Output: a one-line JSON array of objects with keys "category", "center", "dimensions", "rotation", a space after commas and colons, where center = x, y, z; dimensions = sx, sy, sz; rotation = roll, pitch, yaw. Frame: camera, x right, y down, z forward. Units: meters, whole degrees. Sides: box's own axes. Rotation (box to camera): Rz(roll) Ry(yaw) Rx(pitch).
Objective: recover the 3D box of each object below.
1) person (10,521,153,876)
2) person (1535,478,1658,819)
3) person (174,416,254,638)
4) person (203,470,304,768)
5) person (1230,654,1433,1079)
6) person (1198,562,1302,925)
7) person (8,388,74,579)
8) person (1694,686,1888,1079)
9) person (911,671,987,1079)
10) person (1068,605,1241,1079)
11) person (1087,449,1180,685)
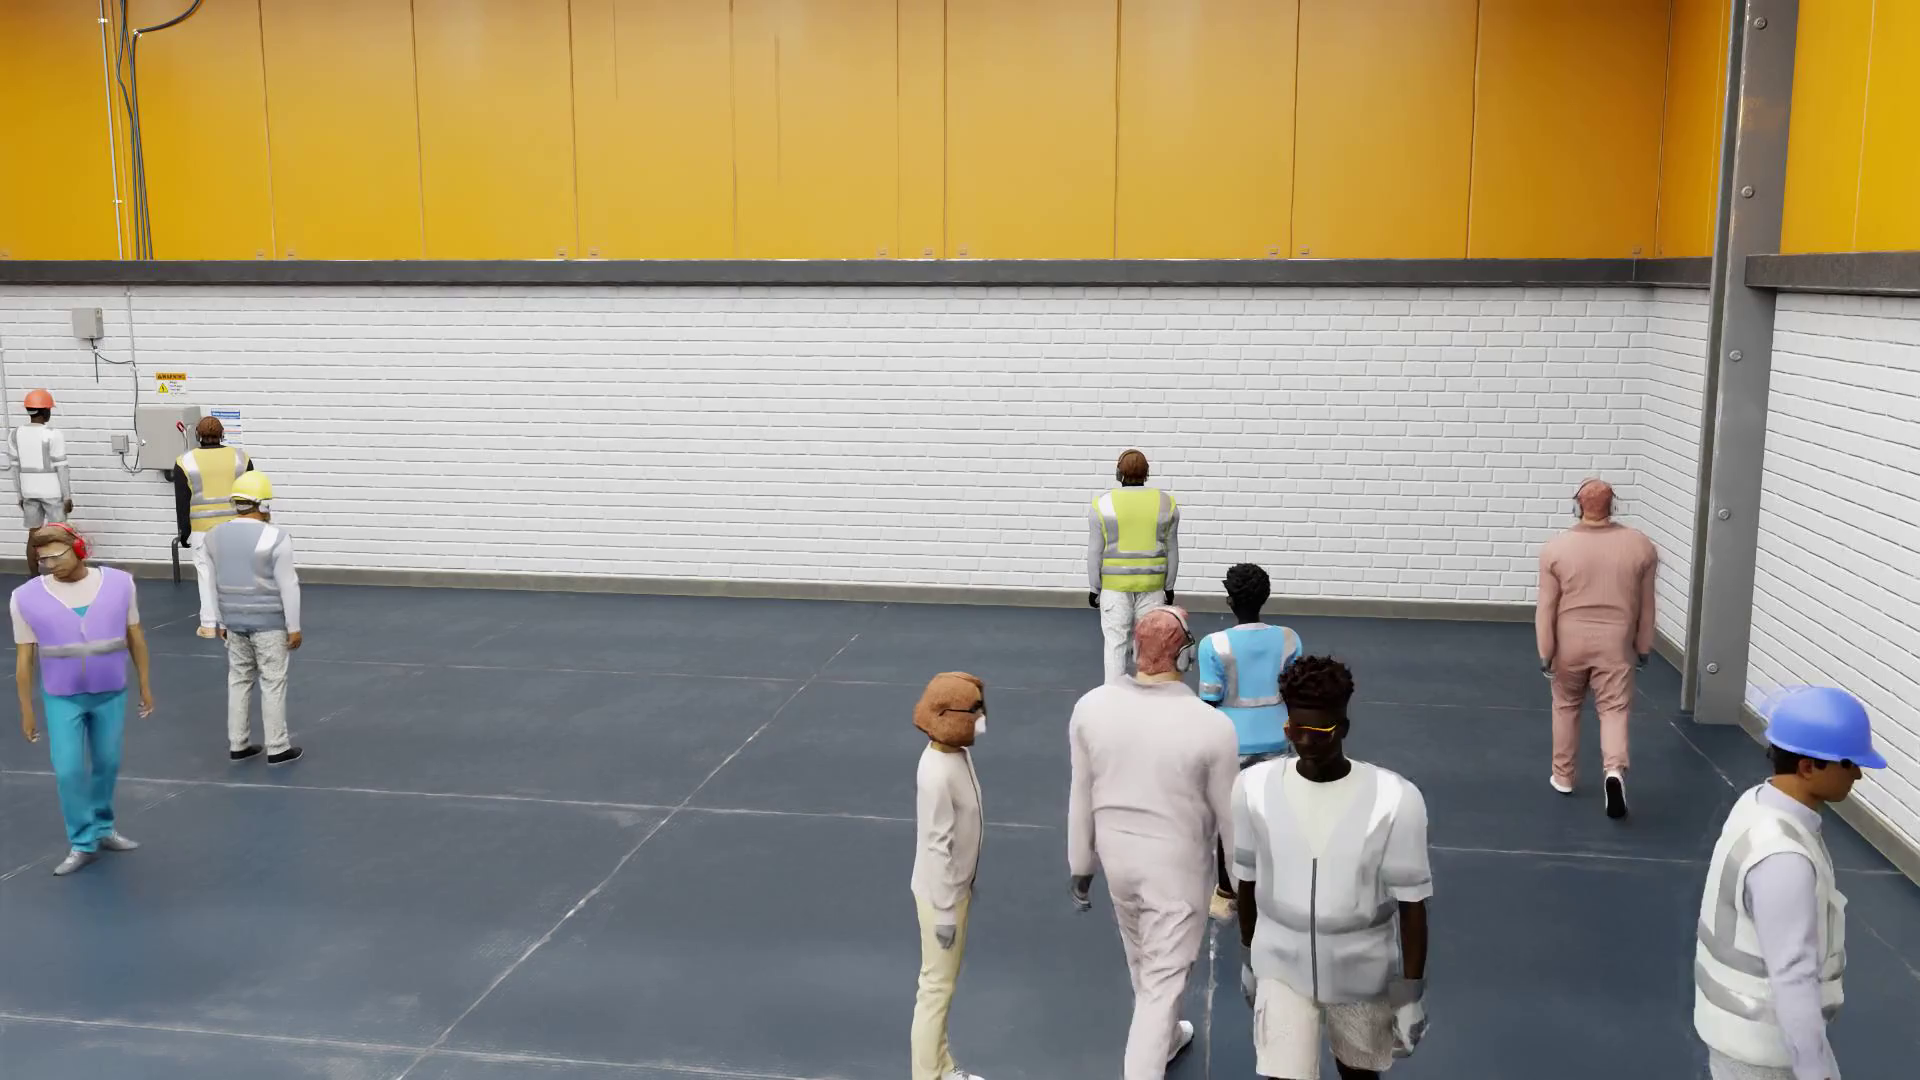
[{"category": "person", "center": [-4.452, 0.779, 8.460], "dimensions": [0.612, 1.811, 0.518], "rotation": [-7, 12, -38]}, {"category": "person", "center": [3.568, 0.592, 9.350], "dimensions": [0.649, 1.878, 0.809], "rotation": [2, 10, 14]}, {"category": "person", "center": [-6.160, -0.109, 13.786], "dimensions": [0.626, 1.844, 0.429], "rotation": [-7, 11, -36]}, {"category": "person", "center": [-4.292, 0.487, 10.179], "dimensions": [0.590, 1.824, 0.403], "rotation": [2, 9, 14]}, {"category": "person", "center": [1.129, 1.265, 5.088], "dimensions": [0.617, 1.922, 1.010], "rotation": [4, 10, 21]}, {"category": "person", "center": [1.331, 0.946, 7.733], "dimensions": [0.533, 1.693, 0.319], "rotation": [-3, 10, -18]}, {"category": "person", "center": [-8.566, -0.448, 15.578], "dimensions": [0.551, 1.935, 0.372], "rotation": [1, 9, 6]}, {"category": "person", "center": [2.332, 1.345, 4.546], "dimensions": [0.697, 1.925, 0.623], "rotation": [5, 10, 27]}, {"category": "person", "center": [-0.037, 1.265, 5.946], "dimensions": [0.265, 1.632, 0.507], "rotation": [1, 9, 7]}, {"category": "person", "center": [0.730, 1.151, 5.967], "dimensions": [0.654, 1.860, 0.964], "rotation": [7, 11, 36]}, {"category": "person", "center": [1.158, 0.305, 11.223], "dimensions": [0.625, 1.846, 0.429], "rotation": [-1, 9, -5]}]
